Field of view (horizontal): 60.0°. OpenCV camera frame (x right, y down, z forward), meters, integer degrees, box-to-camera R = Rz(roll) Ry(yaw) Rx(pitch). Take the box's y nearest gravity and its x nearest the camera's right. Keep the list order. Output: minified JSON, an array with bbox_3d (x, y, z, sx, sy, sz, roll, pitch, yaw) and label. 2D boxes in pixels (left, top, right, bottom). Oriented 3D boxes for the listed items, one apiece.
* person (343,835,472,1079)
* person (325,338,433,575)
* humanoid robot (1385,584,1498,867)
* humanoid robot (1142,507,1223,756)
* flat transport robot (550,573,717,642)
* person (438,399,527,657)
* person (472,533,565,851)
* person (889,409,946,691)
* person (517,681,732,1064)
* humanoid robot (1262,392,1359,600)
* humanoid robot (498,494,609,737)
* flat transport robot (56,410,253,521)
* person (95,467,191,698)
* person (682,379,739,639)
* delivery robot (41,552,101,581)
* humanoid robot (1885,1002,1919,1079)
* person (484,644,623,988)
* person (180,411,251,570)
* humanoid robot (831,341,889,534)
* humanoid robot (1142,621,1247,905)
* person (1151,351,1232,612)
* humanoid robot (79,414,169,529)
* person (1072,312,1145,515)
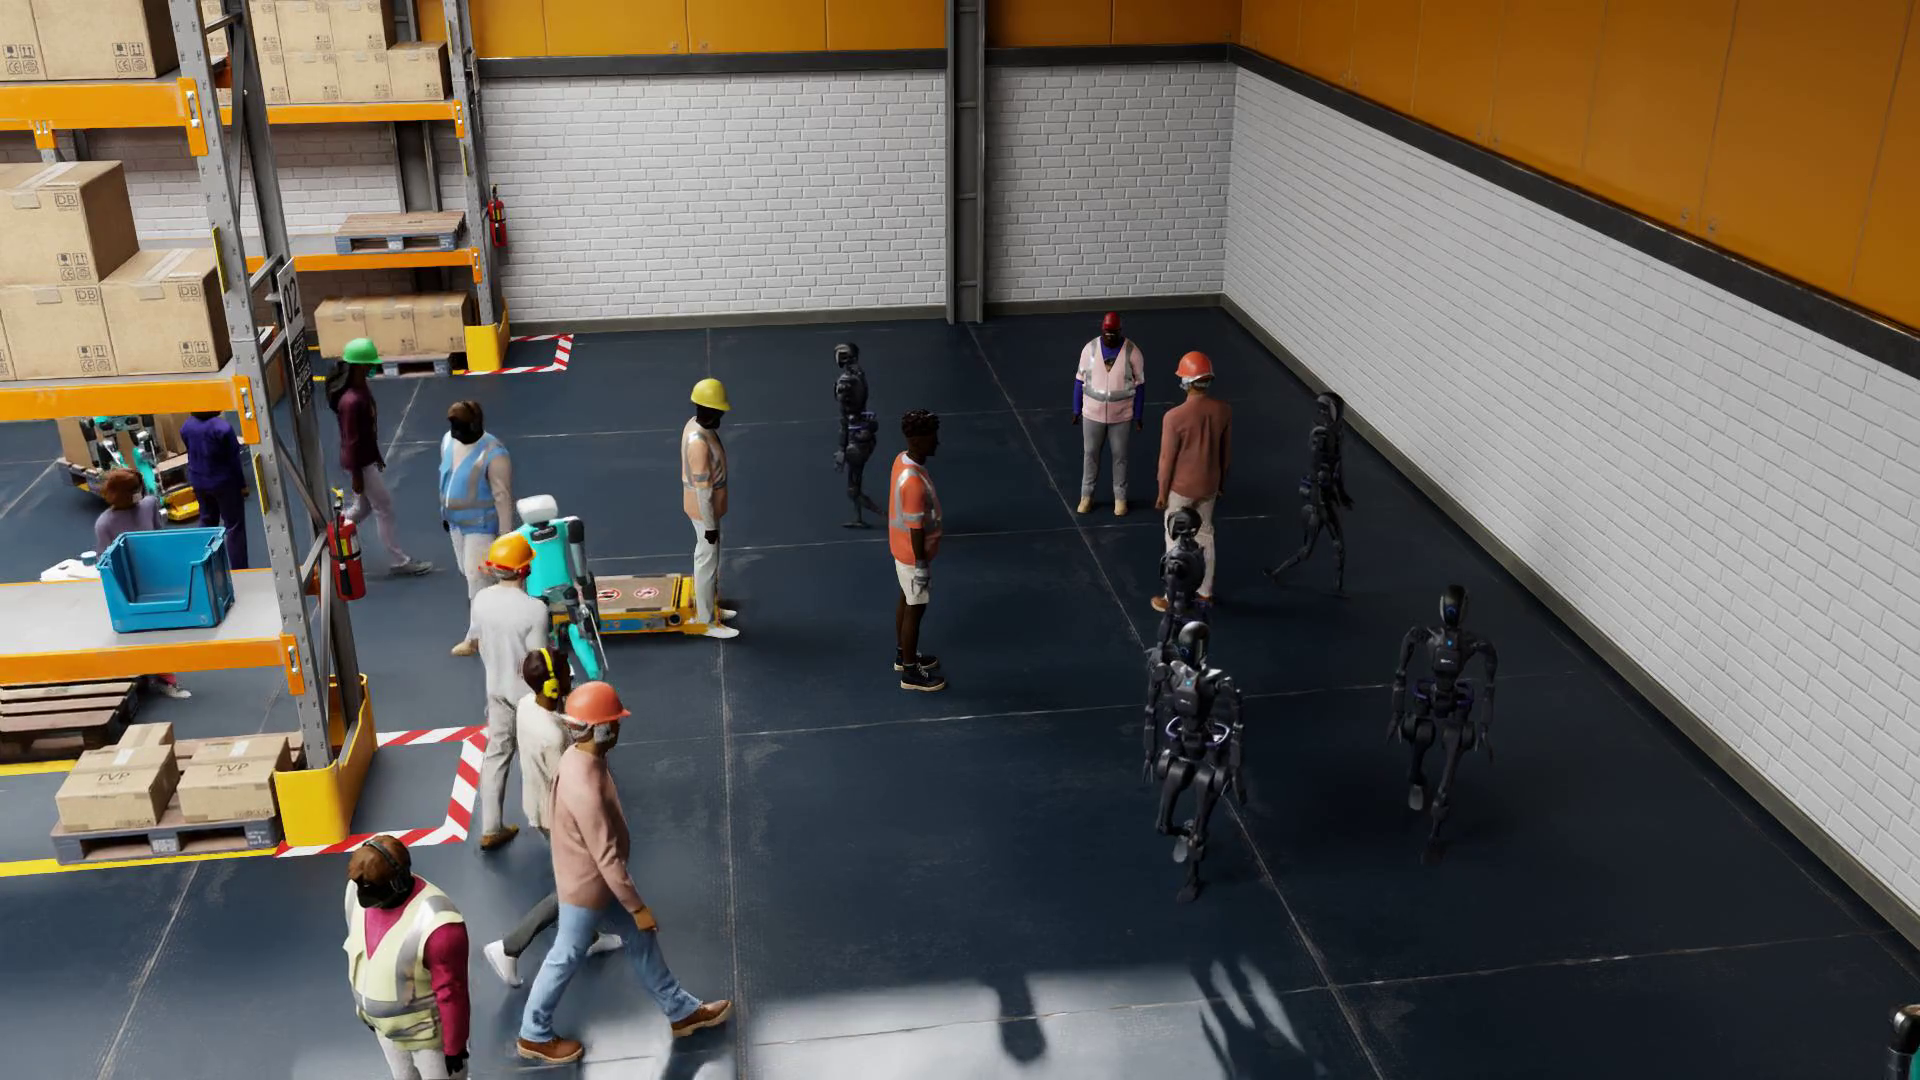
[{"bbox_3d":[-2.268,1.996,6.923,0.615,1.830,0.431,16,28,32],"label":"person"},{"bbox_3d":[-4.631,-0.615,12.769,0.826,1.917,0.536,-5,24,-11],"label":"person"},{"bbox_3d":[2.753,0.978,9.460,0.600,1.630,0.738,8,25,18],"label":"humanoid robot"},{"bbox_3d":[1.396,0.590,10.300,0.424,1.649,0.599,11,26,23],"label":"humanoid robot"},{"bbox_3d":[-2.527,0.497,12.263,1.431,0.231,0.659,-2,24,-5],"label":"flat transport robot"},{"bbox_3d":[-3.414,-0.133,11.769,0.644,1.820,0.754,18,29,35],"label":"person"},{"bbox_3d":[-2.519,0.823,9.572,0.578,1.849,1.004,9,25,19],"label":"person"},{"bbox_3d":[-0.290,0.054,11.164,0.362,1.963,0.611,-4,24,-8],"label":"person"},{"bbox_3d":[-1.668,1.579,7.755,1.046,1.918,0.637,-2,24,-6],"label":"person"},{"bbox_3d":[2.696,-0.333,12.461,0.739,1.633,0.595,15,28,31],"label":"humanoid robot"},{"bbox_3d":[-2.371,0.675,10.113,0.566,1.840,0.781,-15,28,-30],"label":"humanoid robot"},{"bbox_3d":[-6.961,-0.485,14.501,1.431,0.231,0.659,14,27,29],"label":"flat transport robot"},{"bbox_3d":[-5.552,0.248,11.175,0.730,1.612,0.499,7,25,16],"label":"person"},{"bbox_3d":[-1.776,-0.234,11.880,0.382,1.915,0.592,-4,24,-8],"label":"person"},{"bbox_3d":[-6.307,0.376,12.179,0.781,0.591,0.499,7,25,15],"label":"delivery robot"},{"bbox_3d":[3.706,2.478,6.010,0.539,1.785,1.033,-3,24,-7],"label":"humanoid robot"},{"bbox_3d":[-2.070,1.384,8.278,0.688,1.854,0.512,-12,27,-26],"label":"person"},{"bbox_3d":[-5.645,-0.427,12.699,0.461,1.617,0.372,8,25,17],"label":"person"},{"bbox_3d":[-0.755,-0.826,13.531,0.542,1.633,0.591,6,24,12],"label":"humanoid robot"},{"bbox_3d":[1.298,1.168,8.995,0.615,1.645,0.418,12,26,26],"label":"humanoid robot"},{"bbox_3d":[1.695,-0.418,12.217,0.615,1.984,0.398,-14,27,-28],"label":"person"},{"bbox_3d":[-6.456,-0.615,12.995,0.531,1.781,0.786,-21,31,-39],"label":"humanoid robot"},{"bbox_3d":[1.242,-1.061,13.968,0.603,1.754,0.420,4,24,9],"label":"person"}]
